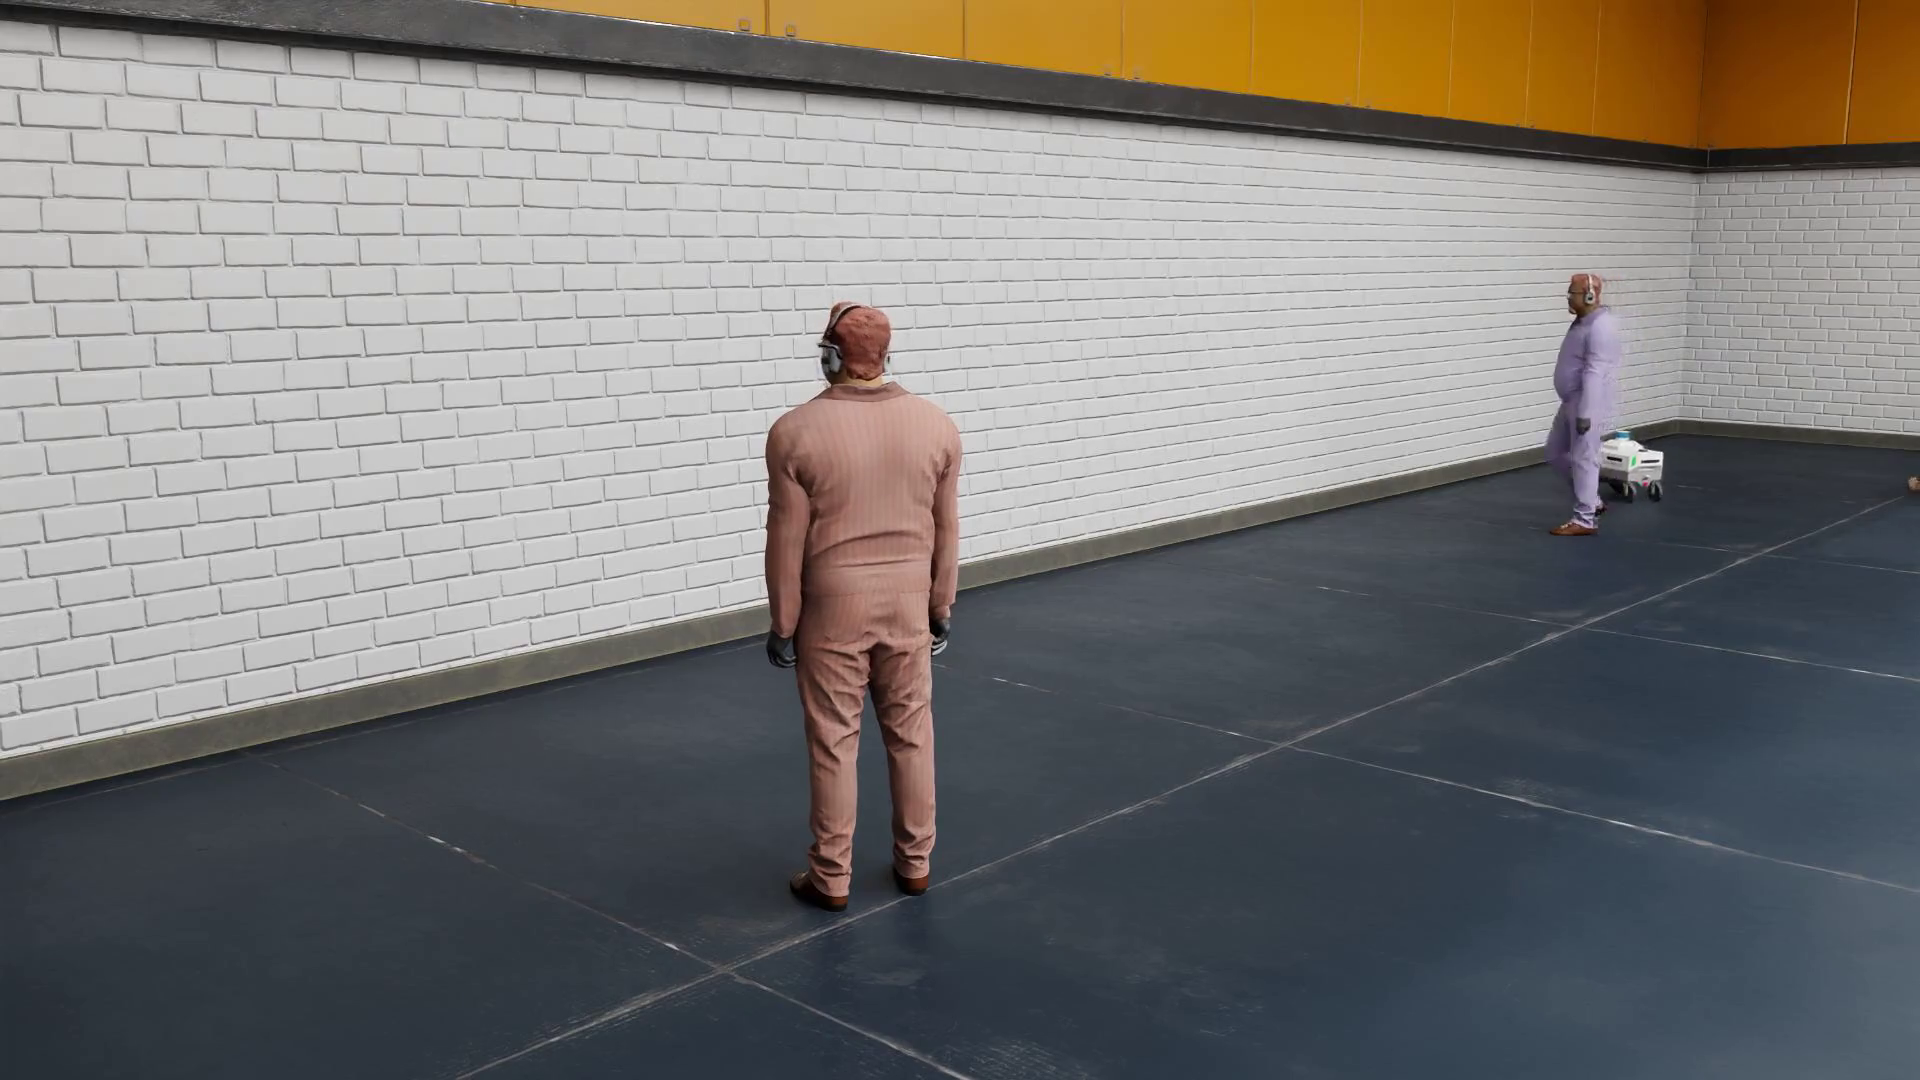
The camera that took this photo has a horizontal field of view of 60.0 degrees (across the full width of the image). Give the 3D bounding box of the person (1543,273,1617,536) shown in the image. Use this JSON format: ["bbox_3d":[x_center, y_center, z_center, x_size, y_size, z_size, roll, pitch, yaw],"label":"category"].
[{"bbox_3d":[4.453,-0.963,11.973,0.422,1.892,0.673,1,10,7],"label":"person"}]

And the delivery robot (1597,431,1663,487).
[{"bbox_3d":[5.497,-0.666,13.833,0.477,0.478,0.707,-3,11,-18],"label":"delivery robot"}]

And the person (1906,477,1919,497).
[{"bbox_3d":[8.183,-1.269,13.445,0.636,1.993,0.952,-1,10,-4],"label":"person"}]

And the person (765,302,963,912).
[{"bbox_3d":[-0.316,0.214,5.246,0.643,1.907,0.408,-5,11,-24],"label":"person"}]
